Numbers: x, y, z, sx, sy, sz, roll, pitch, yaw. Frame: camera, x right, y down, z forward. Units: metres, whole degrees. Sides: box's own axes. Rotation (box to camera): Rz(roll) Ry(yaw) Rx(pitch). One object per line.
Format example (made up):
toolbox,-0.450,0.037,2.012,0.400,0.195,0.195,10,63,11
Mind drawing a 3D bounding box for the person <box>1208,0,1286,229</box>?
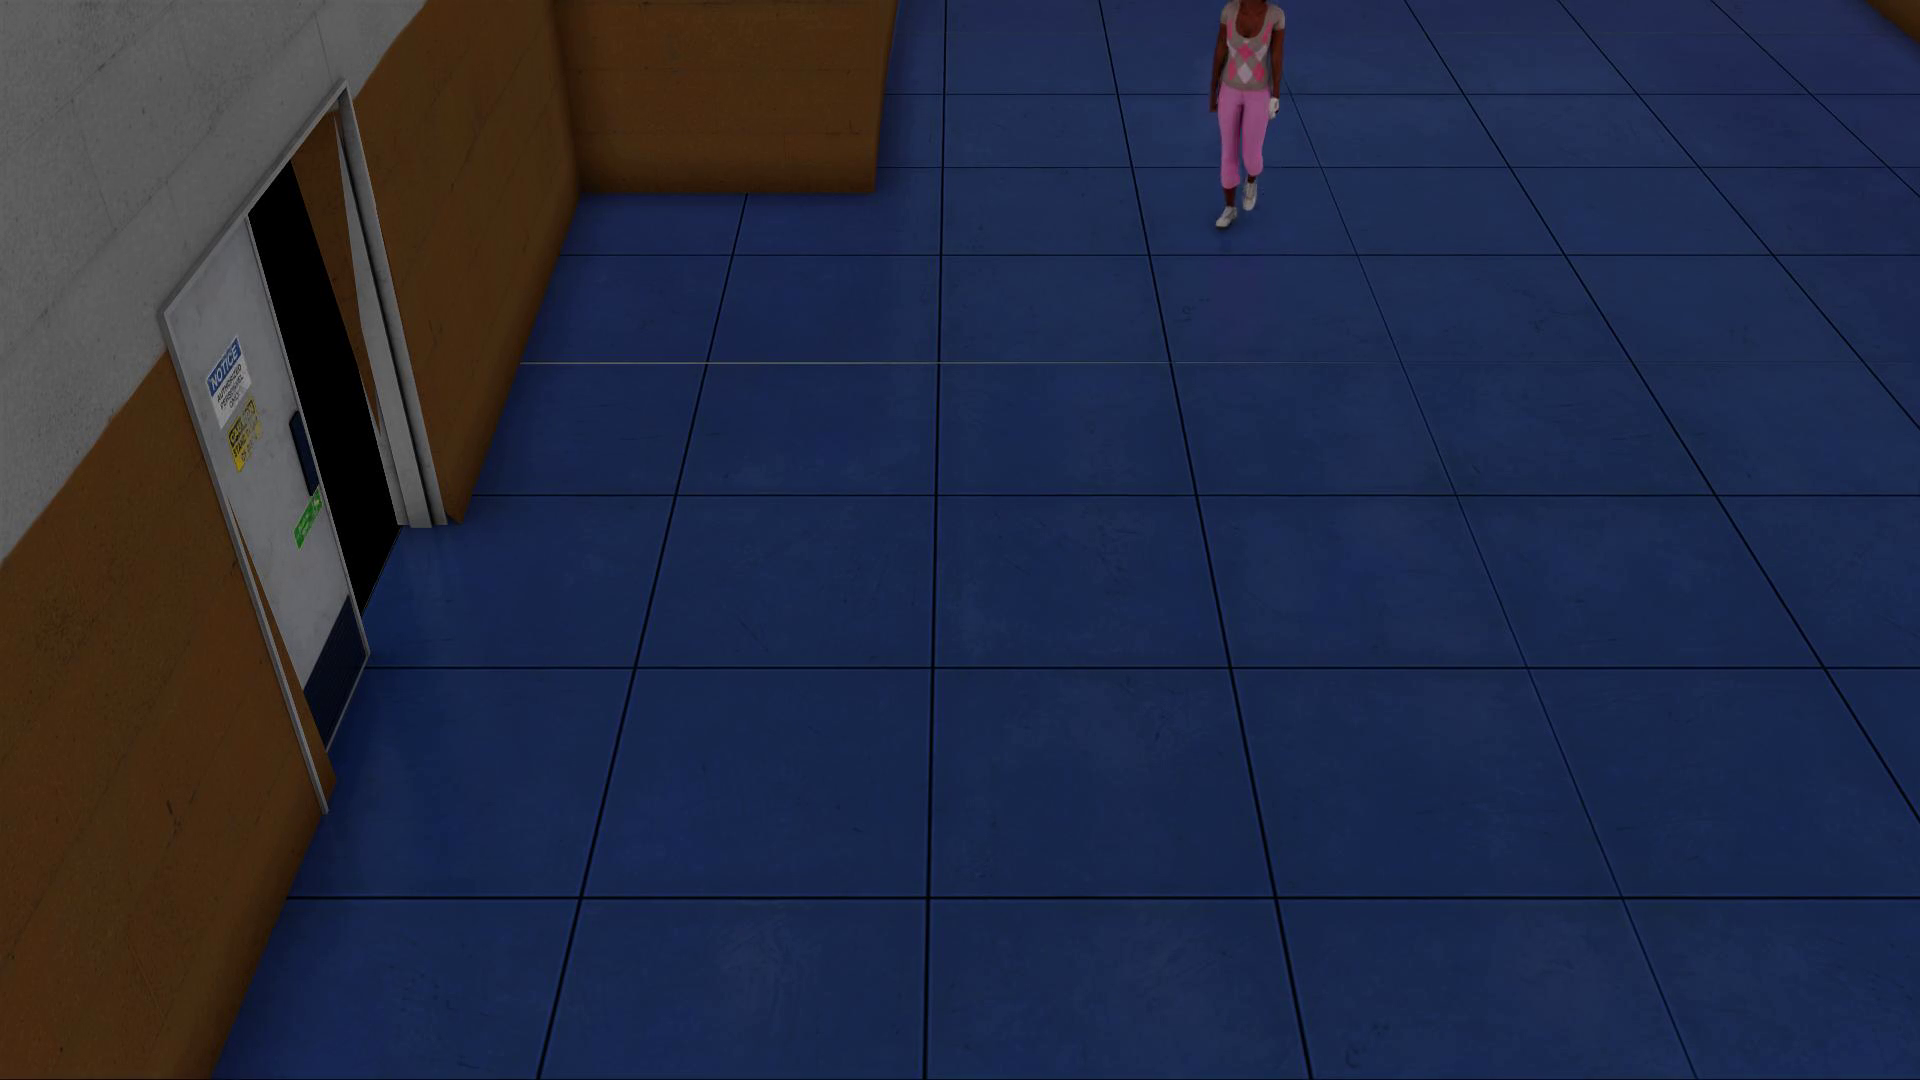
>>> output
person,1.834,-2.836,10.547,0.733,1.731,0.787,15,39,19
